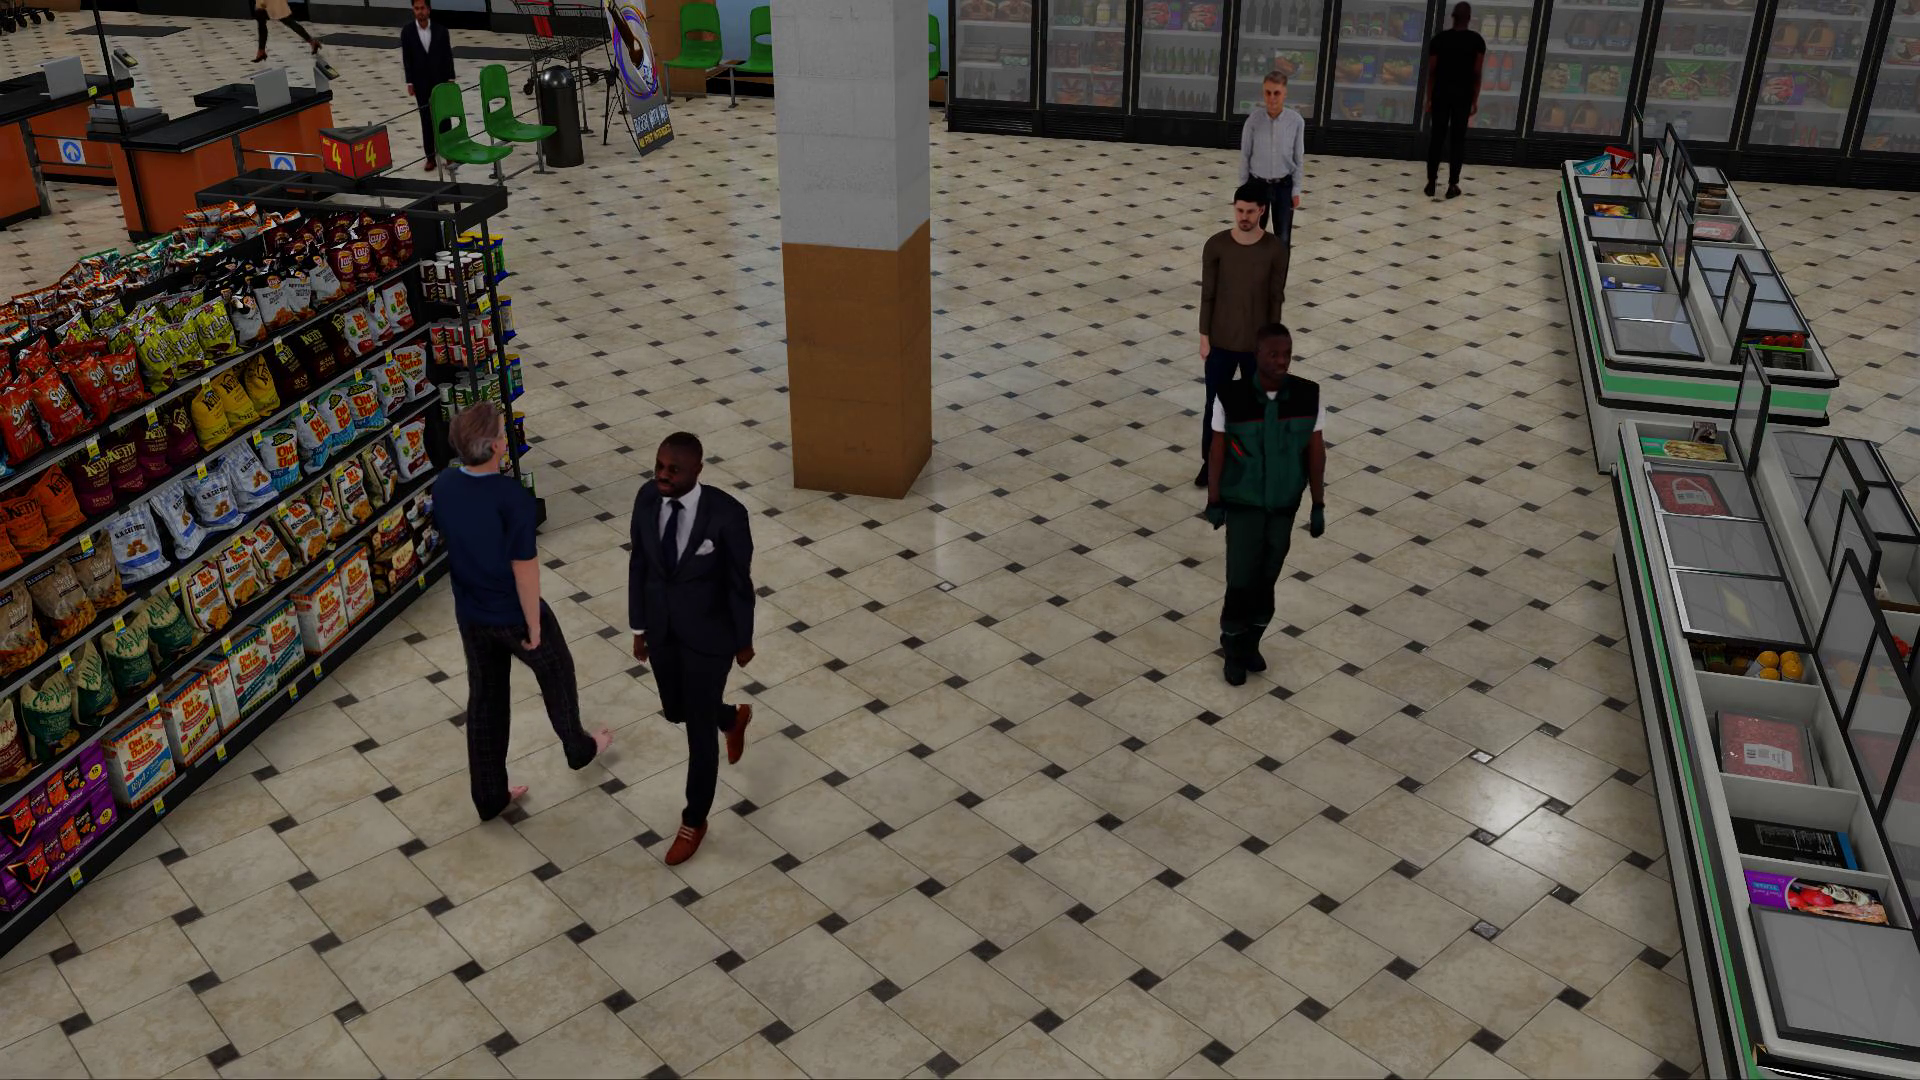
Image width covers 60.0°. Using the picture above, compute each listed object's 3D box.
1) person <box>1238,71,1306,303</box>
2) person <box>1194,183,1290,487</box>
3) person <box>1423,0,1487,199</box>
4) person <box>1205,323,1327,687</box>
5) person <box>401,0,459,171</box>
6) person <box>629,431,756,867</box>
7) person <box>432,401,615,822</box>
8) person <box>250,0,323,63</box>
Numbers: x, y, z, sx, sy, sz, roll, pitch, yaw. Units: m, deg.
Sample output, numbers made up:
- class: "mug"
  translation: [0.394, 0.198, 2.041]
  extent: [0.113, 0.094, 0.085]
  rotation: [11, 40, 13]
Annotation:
- class: "person"
  translation: [2.443, -2.773, 13.058]
  extent: [0.653, 1.814, 0.563]
  rotation: [6, 27, 11]
- class: "person"
  translation: [1.664, -1.201, 9.879]
  extent: [0.653, 1.886, 0.565]
  rotation: [6, 27, 11]
- class: "person"
  translation: [4.684, -4.184, 15.835]
  extent: [0.682, 1.819, 0.588]
  rotation: [10, 29, 19]
- class: "person"
  translation: [1.421, -0.202, 7.982]
  extent: [0.814, 1.820, 0.834]
  rotation: [-4, 27, -9]
- class: "person"
  translation: [-5.335, -4.619, 16.797]
  extent: [0.709, 1.725, 0.702]
  rotation: [-7, 28, -14]
- class: "person"
  translation: [-1.080, 0.367, 6.881]
  extent: [0.815, 1.802, 1.129]
  rotation: [11, 29, 21]
- class: "person"
  translation: [-1.953, 0.350, 6.862]
  extent: [0.695, 1.849, 0.942]
  rotation: [8, 28, 16]
- class: "person"
  translation: [-8.866, -7.030, 21.666]
  extent: [1.117, 1.621, 1.168]
  rotation: [-8, 28, -16]
